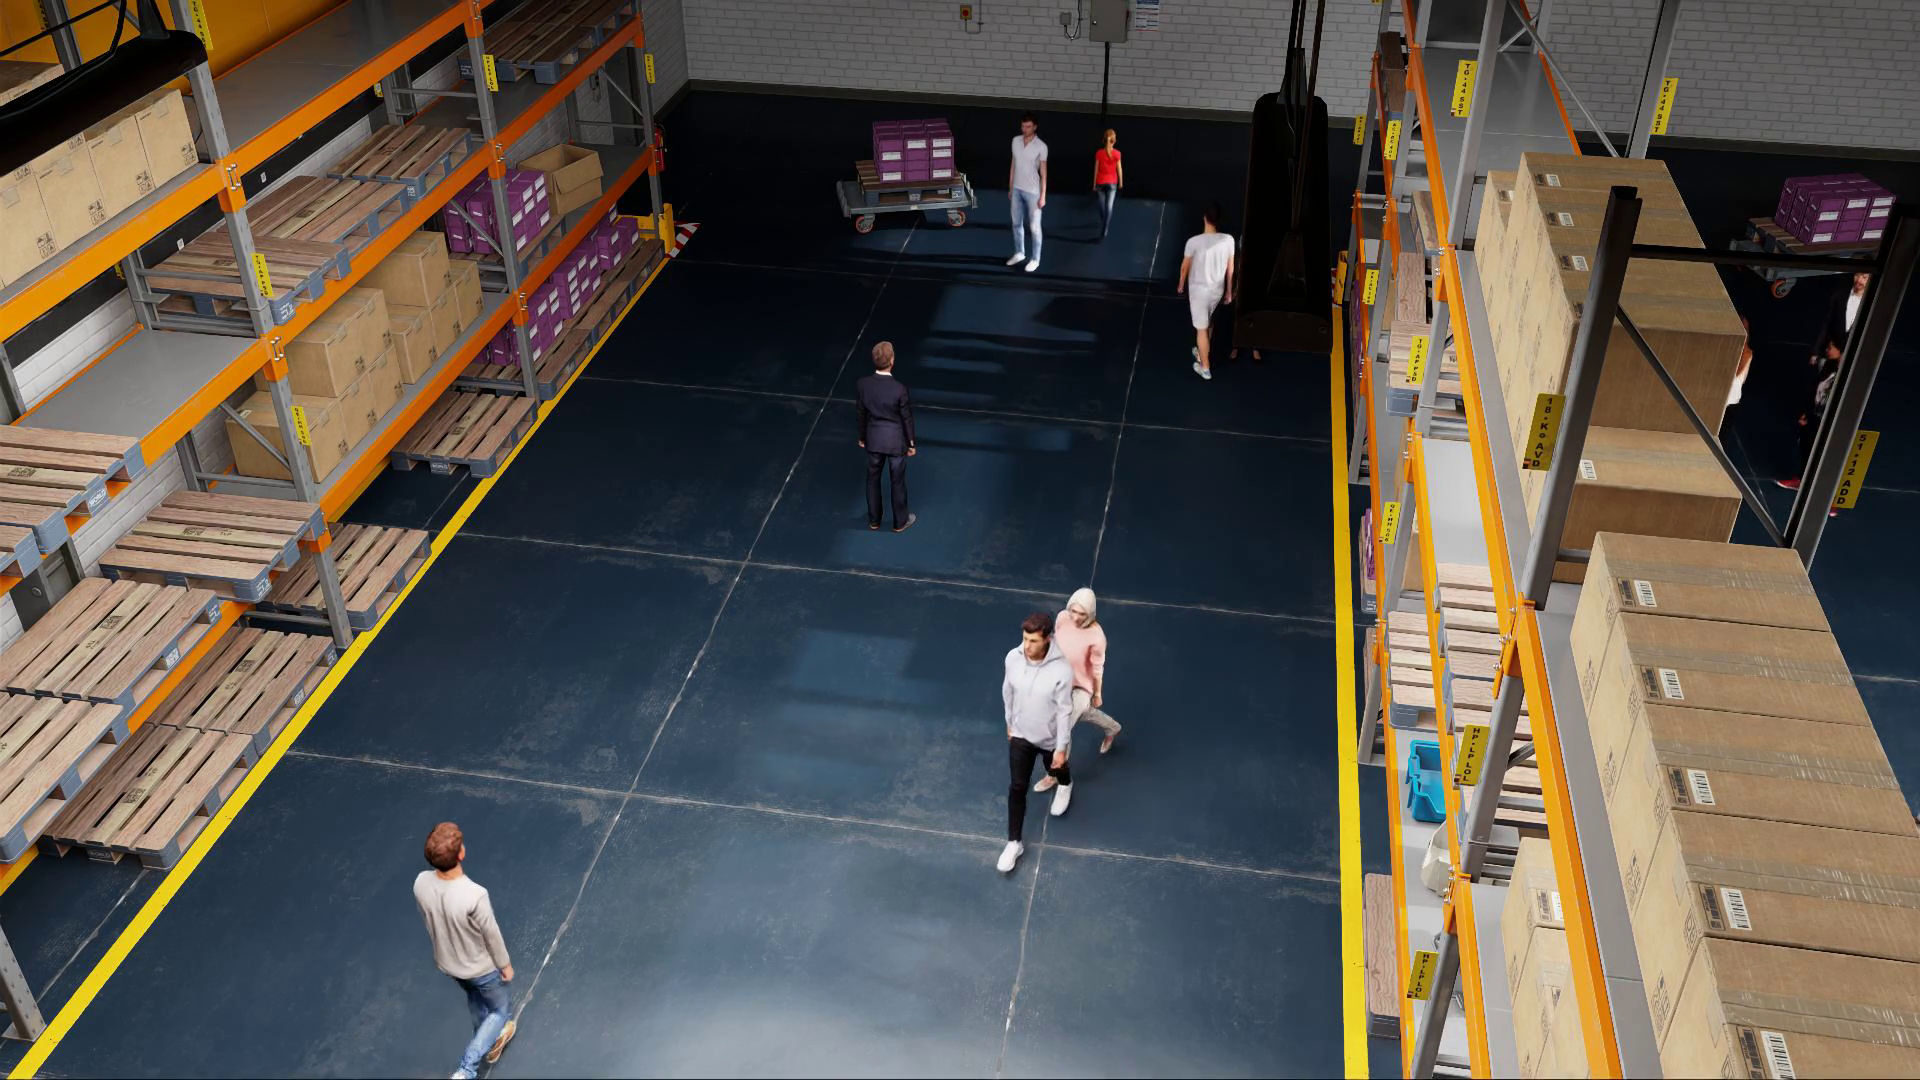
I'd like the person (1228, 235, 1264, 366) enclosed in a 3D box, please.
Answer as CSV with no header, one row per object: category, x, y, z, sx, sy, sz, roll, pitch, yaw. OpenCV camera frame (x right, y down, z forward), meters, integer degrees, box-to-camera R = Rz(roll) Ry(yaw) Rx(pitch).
person,3.038,-2.644,17.161,0.591,1.723,0.515,4,34,5

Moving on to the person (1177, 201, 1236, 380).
person,2.522,-2.470,16.807,0.877,1.826,0.965,-10,35,-15

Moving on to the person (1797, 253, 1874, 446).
person,8.379,-1.794,15.690,1.021,1.936,0.950,-28,42,-35

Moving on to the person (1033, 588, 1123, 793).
person,0.882,0.978,11.748,1.129,1.684,1.044,-22,39,-29

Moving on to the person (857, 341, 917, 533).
person,-0.646,-0.898,14.451,0.708,1.815,0.631,10,35,15

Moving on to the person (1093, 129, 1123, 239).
person,1.763,-4.262,19.986,0.495,1.291,0.876,6,34,9

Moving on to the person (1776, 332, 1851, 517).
person,7.779,-1.051,14.826,0.960,1.655,0.716,-15,37,-22

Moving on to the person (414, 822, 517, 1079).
person,-2.808,2.421,9.393,0.808,1.888,1.041,13,36,19

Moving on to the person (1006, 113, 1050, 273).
person,0.781,-4.026,19.124,0.742,1.853,0.718,22,40,30

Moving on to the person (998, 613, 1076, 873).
person,0.579,1.238,11.172,0.831,1.888,1.271,12,35,17
